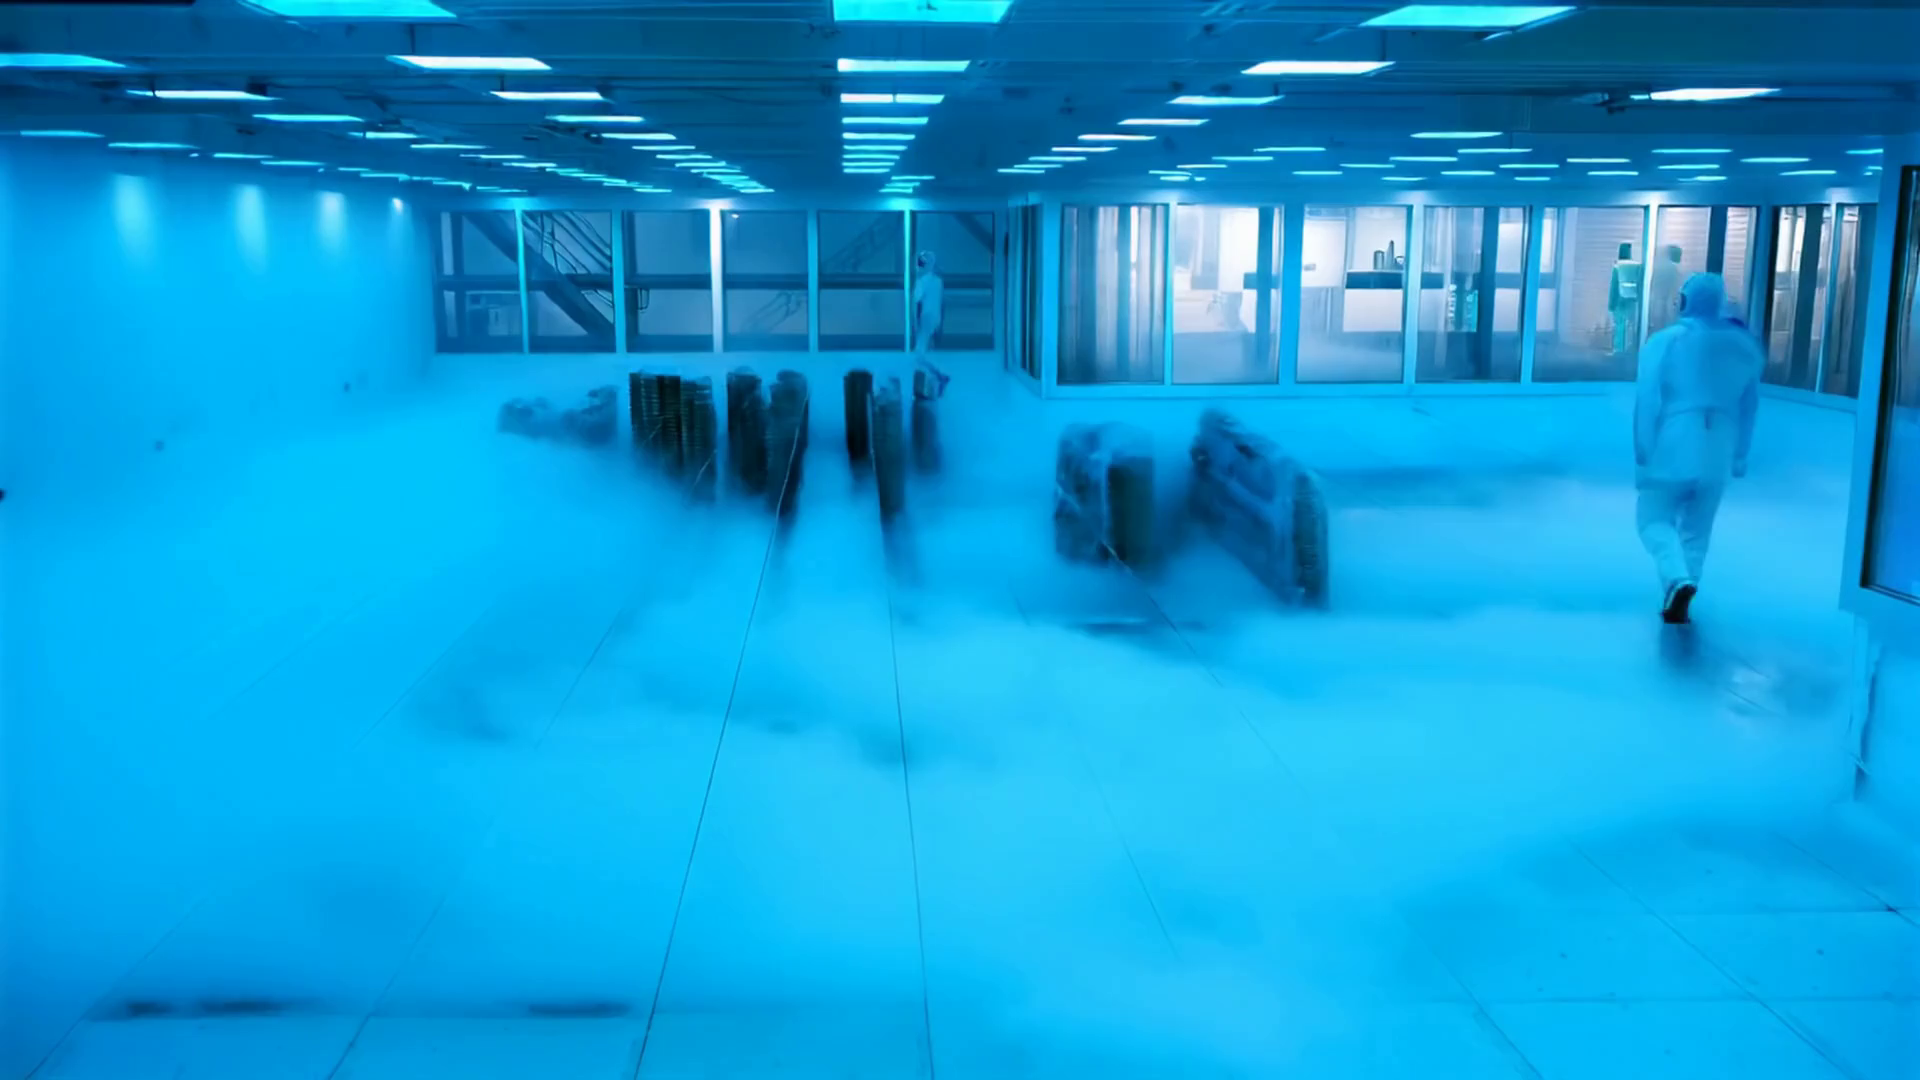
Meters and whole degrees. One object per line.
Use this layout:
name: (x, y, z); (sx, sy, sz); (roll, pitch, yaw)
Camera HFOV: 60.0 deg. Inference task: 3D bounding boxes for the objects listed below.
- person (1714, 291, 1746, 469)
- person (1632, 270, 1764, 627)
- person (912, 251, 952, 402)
person: (6.594, -1.378, 14.469); (0.820, 1.603, 0.508); (-9, 14, -39)
person: (3.814, -0.448, 8.648); (0.649, 1.890, 0.564); (0, 11, 2)
person: (-0.351, -2.584, 20.263); (0.502, 1.856, 0.535); (7, 12, 32)
